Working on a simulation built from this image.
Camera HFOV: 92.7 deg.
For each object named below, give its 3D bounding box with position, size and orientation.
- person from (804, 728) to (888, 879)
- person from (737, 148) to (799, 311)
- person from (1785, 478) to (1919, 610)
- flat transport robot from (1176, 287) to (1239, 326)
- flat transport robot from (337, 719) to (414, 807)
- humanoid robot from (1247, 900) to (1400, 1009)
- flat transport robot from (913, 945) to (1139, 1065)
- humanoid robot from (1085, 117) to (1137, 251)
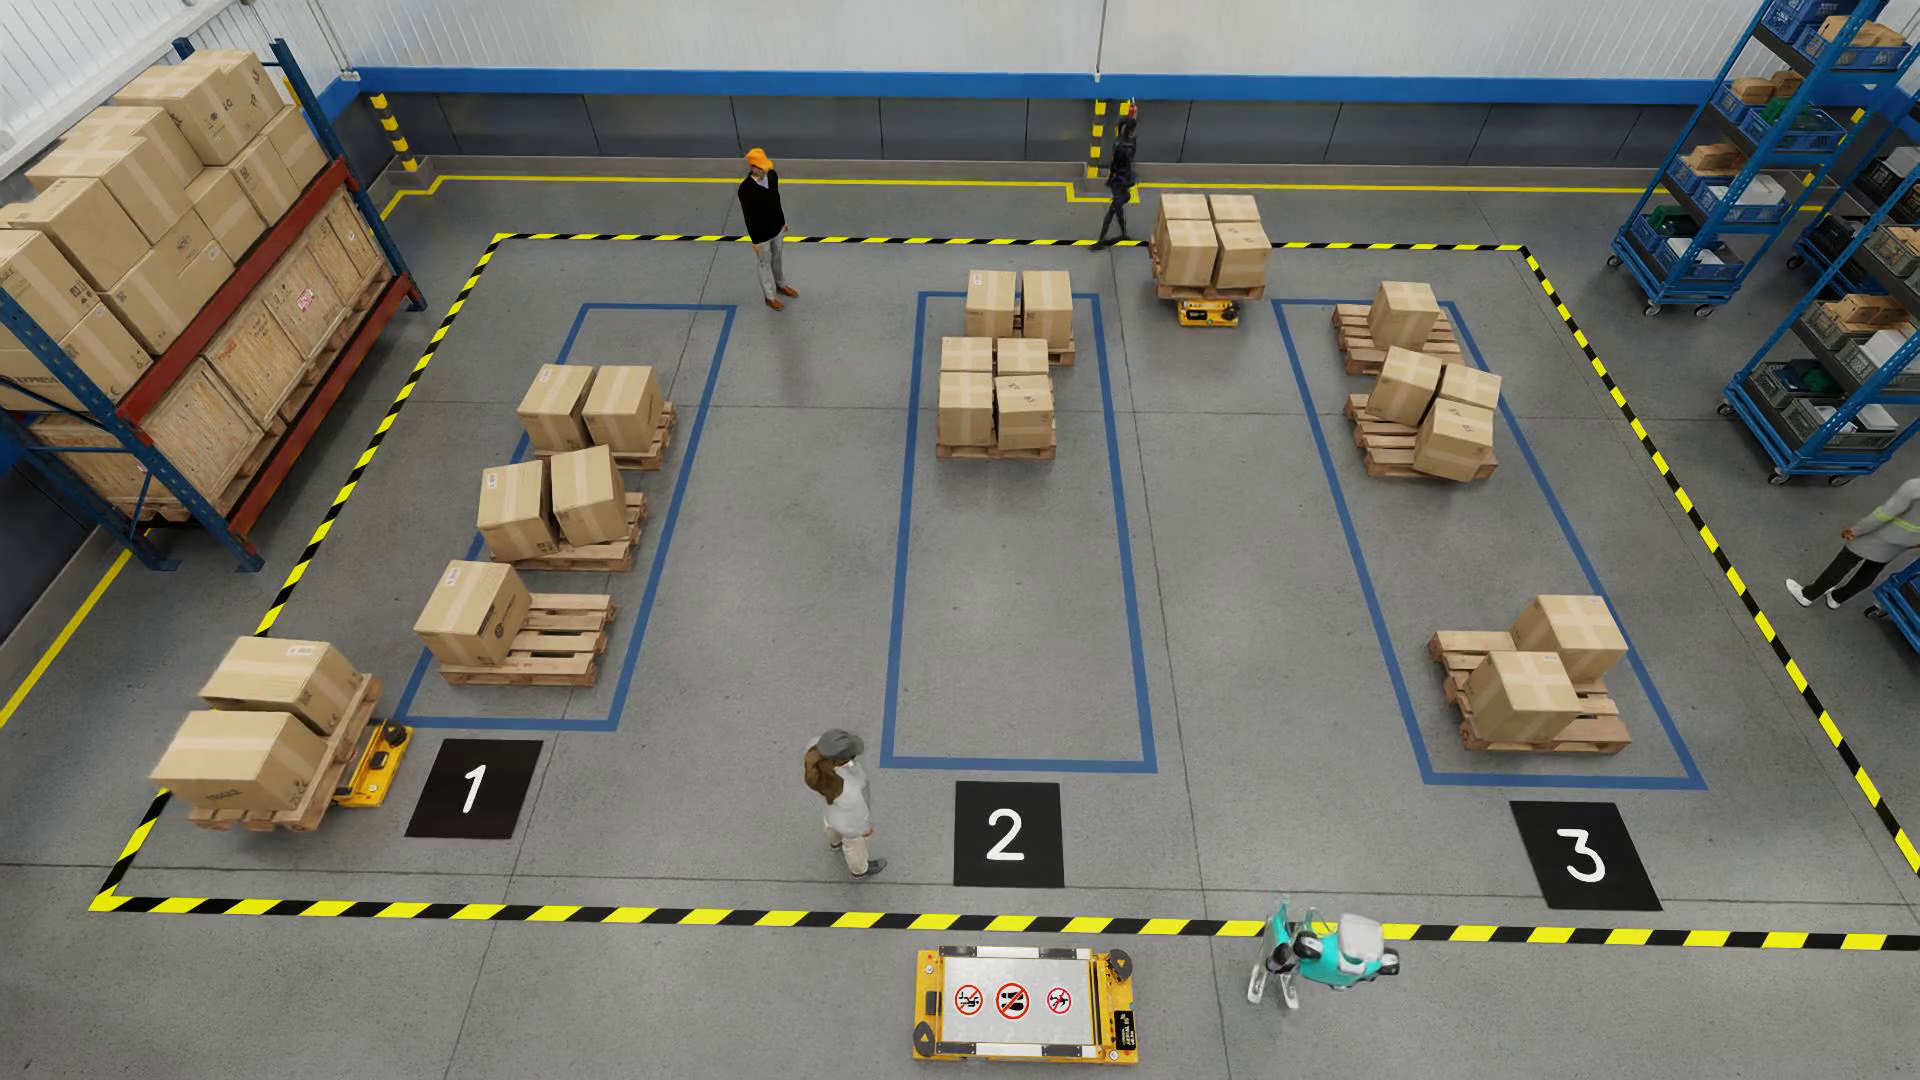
[{"bbox_3d":[-0.772,1.750,6.094,0.406,1.761,0.572,-30,57,-22],"label":"person"},{"bbox_3d":[-2.154,-3.483,10.284,0.366,1.885,0.585,24,55,19],"label":"person"},{"bbox_3d":[7.647,-0.082,7.530,0.597,1.850,0.387,8,51,6],"label":"person"},{"bbox_3d":[2.893,-3.086,10.984,0.652,0.197,1.431,1,51,1],"label":"flat transport robot"},{"bbox_3d":[-5.089,1.702,7.080,1.431,0.197,0.652,1,51,1],"label":"flat transport robot"},{"bbox_3d":[2.113,2.389,5.504,0.533,1.677,0.735,9,51,7],"label":"humanoid robot"},{"bbox_3d":[0.422,3.041,6.007,1.431,0.231,0.659,1,51,1],"label":"flat transport robot"},{"bbox_3d":[1.879,-4.308,11.097,0.656,1.635,0.590,-7,51,-6],"label":"humanoid robot"}]
